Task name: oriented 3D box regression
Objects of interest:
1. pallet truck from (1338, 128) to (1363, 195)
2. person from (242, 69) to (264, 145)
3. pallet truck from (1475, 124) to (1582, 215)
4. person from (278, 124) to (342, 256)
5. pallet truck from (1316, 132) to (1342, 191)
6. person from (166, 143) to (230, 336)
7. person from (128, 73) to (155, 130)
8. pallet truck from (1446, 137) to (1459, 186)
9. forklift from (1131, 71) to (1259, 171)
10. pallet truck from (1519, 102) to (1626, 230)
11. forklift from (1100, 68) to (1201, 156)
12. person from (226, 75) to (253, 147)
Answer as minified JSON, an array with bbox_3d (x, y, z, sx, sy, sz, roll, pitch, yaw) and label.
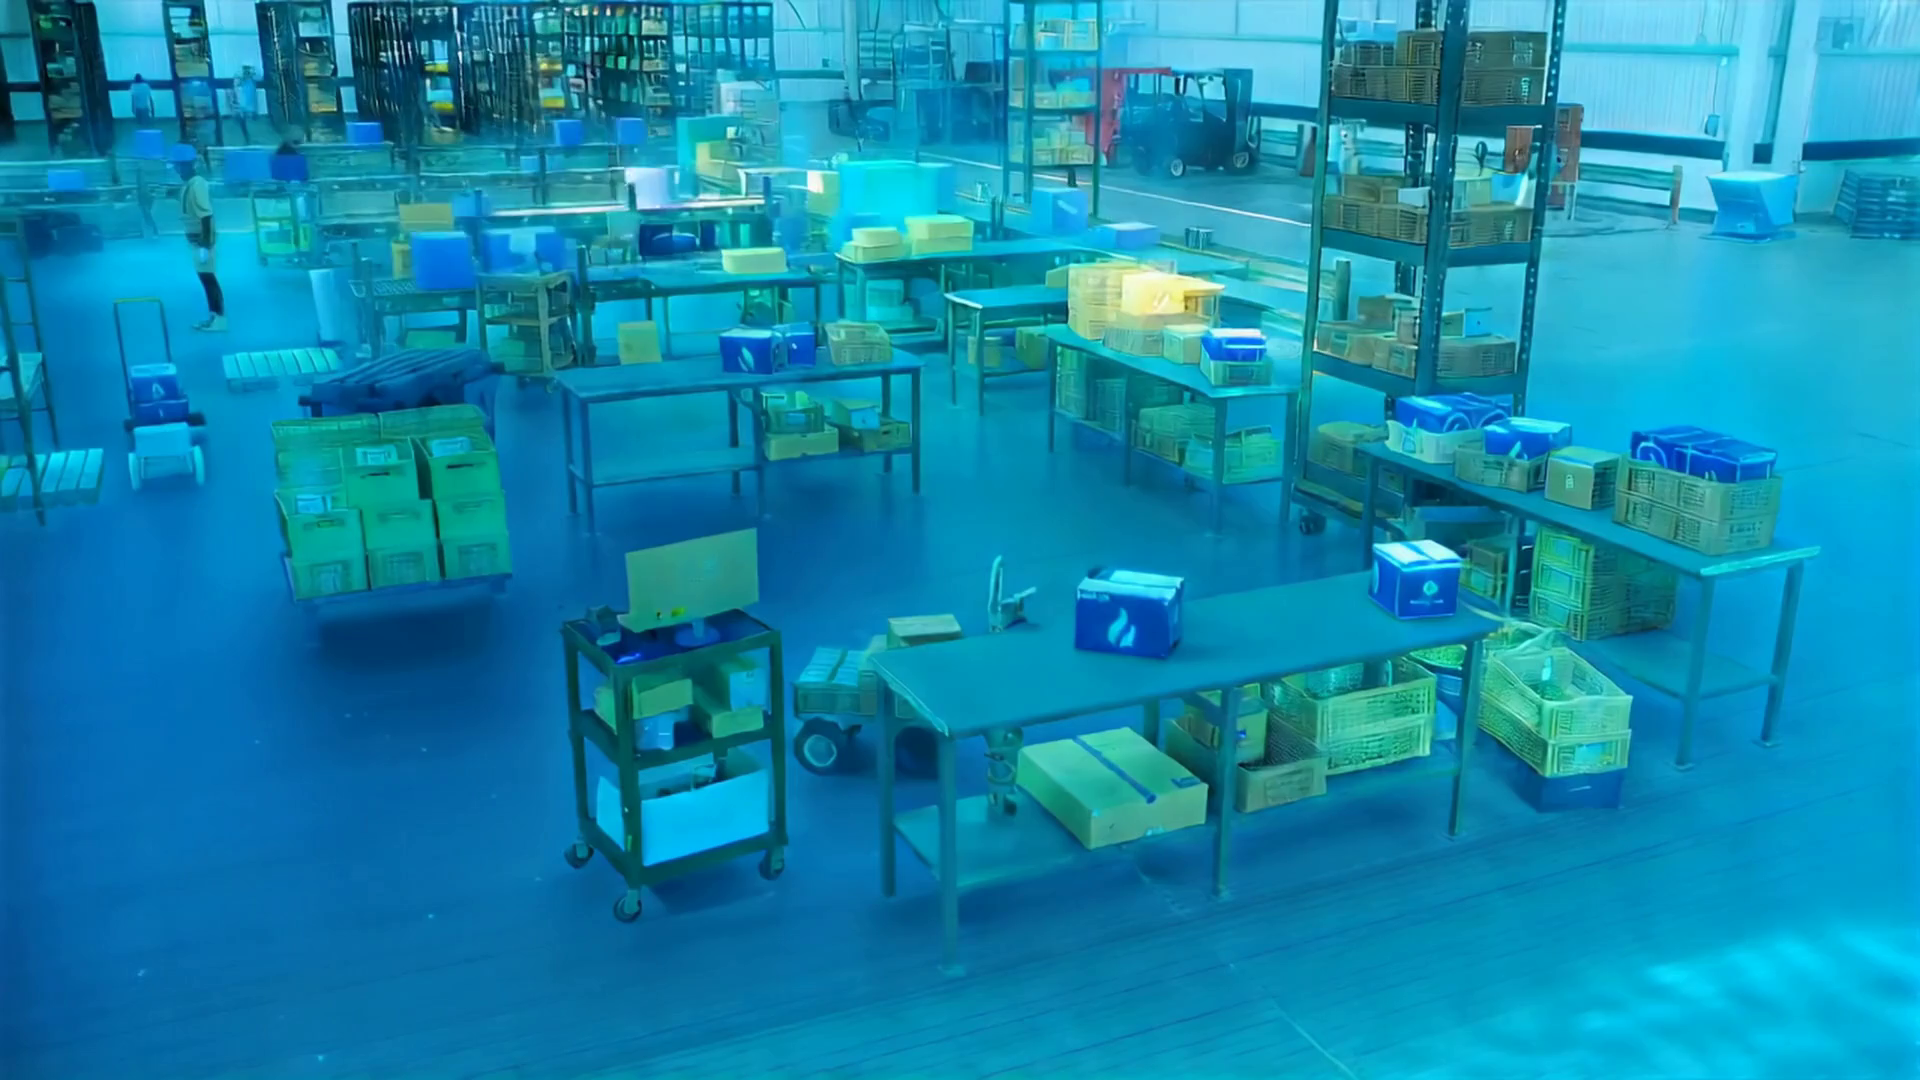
[{"bbox_3d":[7.845,-7.140,31.411,1.522,1.261,0.704,-9,20,-25],"label":"pallet truck"},{"bbox_3d":[-18.460,-11.288,43.410,0.525,1.945,0.657,-8,19,-24],"label":"person"},{"bbox_3d":[9.707,-6.455,28.103,1.885,1.965,0.823,-7,19,-20],"label":"pallet truck"},{"bbox_3d":[-9.312,-4.939,23.554,0.980,1.842,0.778,-2,18,-7],"label":"person"},{"bbox_3d":[7.723,-7.504,32.656,1.601,1.201,0.680,-8,19,-23],"label":"pallet truck"},{"bbox_3d":[-8.180,-3.215,17.826,0.394,2.038,0.611,-11,21,-32],"label":"person"},{"bbox_3d":[-21.610,-11.407,43.982,0.579,1.823,0.668,-11,21,-31],"label":"person"},{"bbox_3d":[9.184,-6.485,29.328,1.630,1.274,0.653,-8,19,-23],"label":"pallet truck"},{"bbox_3d":[4.998,-8.936,35.413,2.680,1.987,1.157,-9,20,-25],"label":"forklift"},{"bbox_3d":[9.972,-6.037,26.785,1.885,1.965,0.823,-9,20,-25],"label":"pallet truck"},{"bbox_3d":[4.082,-9.564,37.410,2.680,1.987,1.157,-8,19,-23],"label":"forklift"},{"bbox_3d":[-18.308,-10.897,42.355,0.403,1.837,0.591,16,24,41],"label":"person"}]
